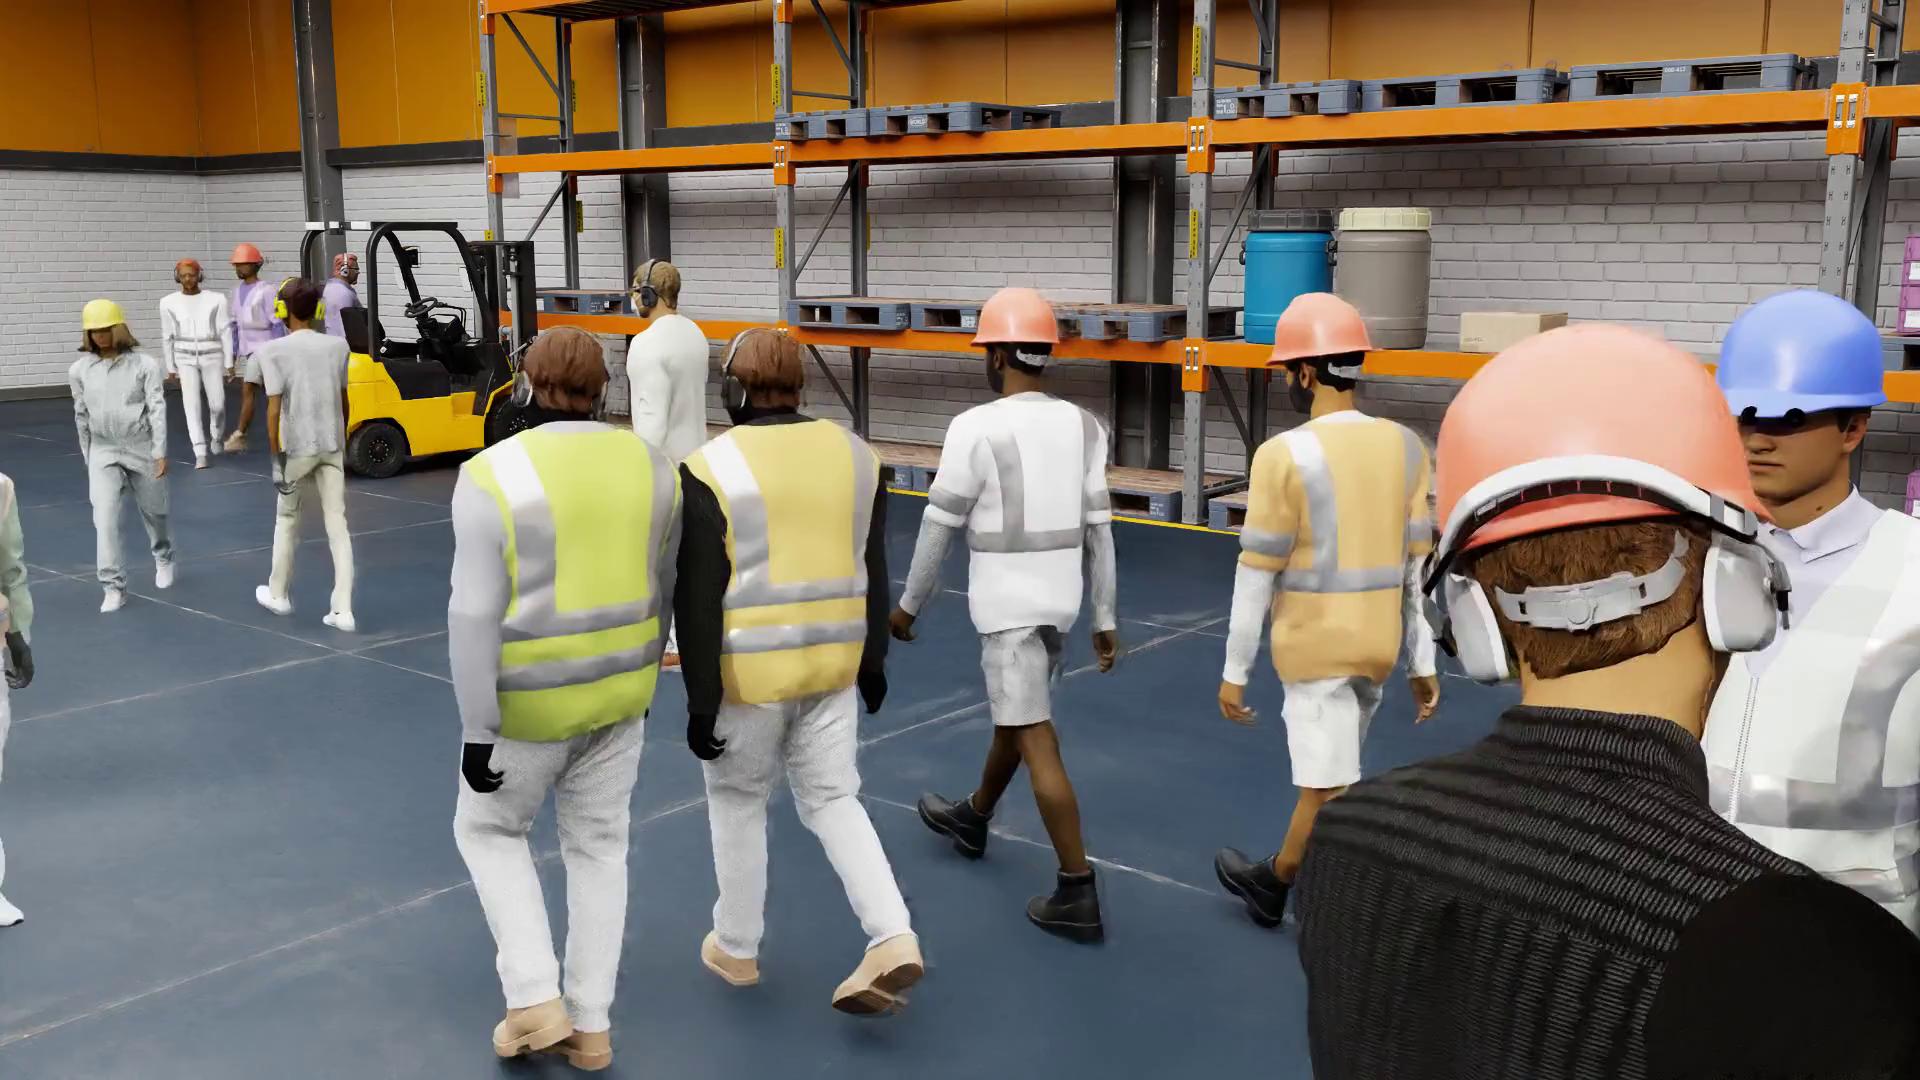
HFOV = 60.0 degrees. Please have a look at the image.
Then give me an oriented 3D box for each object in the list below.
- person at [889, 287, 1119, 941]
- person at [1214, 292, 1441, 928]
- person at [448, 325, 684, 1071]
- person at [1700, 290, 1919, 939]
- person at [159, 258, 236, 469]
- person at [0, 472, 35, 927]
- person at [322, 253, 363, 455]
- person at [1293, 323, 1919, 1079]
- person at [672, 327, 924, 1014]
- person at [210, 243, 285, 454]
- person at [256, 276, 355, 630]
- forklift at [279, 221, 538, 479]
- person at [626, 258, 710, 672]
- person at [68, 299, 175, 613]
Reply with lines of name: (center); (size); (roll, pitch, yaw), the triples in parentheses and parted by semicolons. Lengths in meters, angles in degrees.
person: (0.157, 0.186, 5.044); (0.556, 1.874, 1.019); (-9, 13, -39)
person: (0.961, 0.287, 4.490); (0.552, 1.882, 0.974); (-6, 12, -30)
person: (-0.962, 0.396, 4.055); (0.458, 1.817, 0.644); (10, 14, 43)
person: (1.274, 0.585, 2.646); (0.393, 1.946, 0.617); (-10, 14, -44)
person: (-6.817, -1.588, 14.914); (0.594, 1.870, 0.647); (-4, 11, -19)
person: (-2.989, 0.342, 4.844); (0.416, 1.626, 0.547); (5, 11, 26)
person: (-5.778, -1.752, 15.738); (0.403, 1.900, 0.637); (-6, 12, -31)
person: (0.478, 0.833, 1.276); (0.424, 1.970, 0.652); (-4, 11, -21)
person: (-0.408, 0.355, 4.334); (0.665, 1.808, 0.776); (-8, 13, -38)
person: (-6.762, -1.842, 15.995); (0.624, 1.991, 1.079); (7, 12, 33)
person: (-3.472, -0.464, 8.813); (0.509, 1.824, 0.929); (-9, 14, -42)
forklift: (-4.922, -1.741, 14.854); (1.214, 2.155, 2.313); (8, 13, 38)
person: (-1.366, -0.345, 7.827); (0.352, 1.937, 0.635); (2, 11, 13)
person: (-4.688, -0.505, 9.347); (0.489, 1.709, 0.806); (-3, 11, -17)
